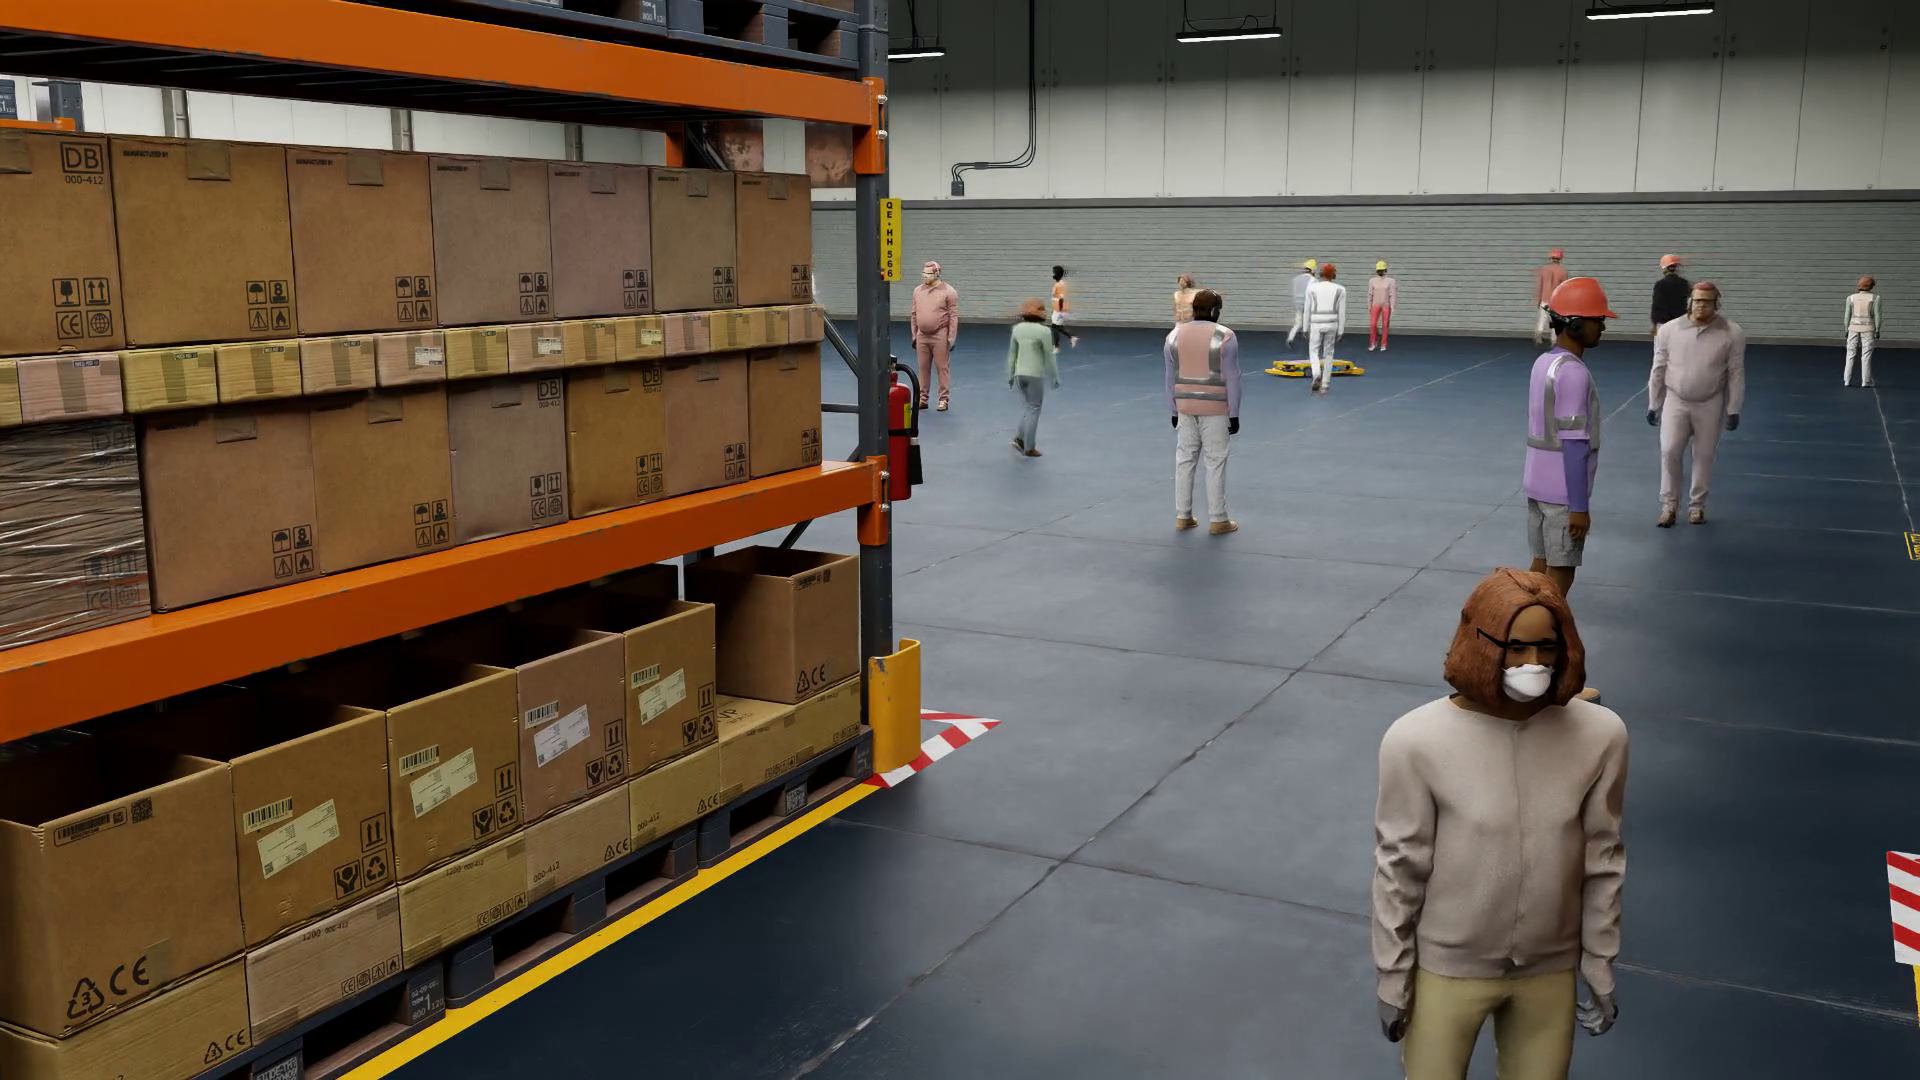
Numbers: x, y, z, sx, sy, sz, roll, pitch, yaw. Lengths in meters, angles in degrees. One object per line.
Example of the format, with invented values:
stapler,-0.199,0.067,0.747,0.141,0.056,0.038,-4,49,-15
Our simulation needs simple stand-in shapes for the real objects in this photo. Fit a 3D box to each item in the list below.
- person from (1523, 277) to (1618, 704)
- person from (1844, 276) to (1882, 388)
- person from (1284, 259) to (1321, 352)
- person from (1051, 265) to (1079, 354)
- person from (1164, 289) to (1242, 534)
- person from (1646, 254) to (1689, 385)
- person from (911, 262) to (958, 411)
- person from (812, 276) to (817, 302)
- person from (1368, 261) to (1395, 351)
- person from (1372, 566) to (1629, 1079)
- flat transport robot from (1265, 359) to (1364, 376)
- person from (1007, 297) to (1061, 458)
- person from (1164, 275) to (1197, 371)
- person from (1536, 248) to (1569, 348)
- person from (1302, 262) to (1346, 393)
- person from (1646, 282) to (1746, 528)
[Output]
person,2.917,-0.235,8.021,0.371,2.044,0.608,1,10,3
person,13.338,-3.070,24.587,0.308,1.639,0.510,-9,14,-40
person,6.581,-4.468,31.785,0.845,1.797,0.586,-10,14,-43
person,1.938,-4.368,31.529,0.546,1.682,0.543,0,10,3
person,1.853,-0.968,12.581,0.624,1.840,0.429,8,13,36
person,10.551,-3.238,24.618,0.615,1.972,0.672,-4,11,-20
person,-0.351,-2.601,21.310,0.640,1.904,0.401,5,12,27
person,-2.895,-4.160,29.856,0.544,1.874,1.012,7,13,35
person,8.113,-4.495,32.071,0.542,1.735,0.770,5,11,24
person,1.045,0.847,3.266,0.494,1.624,0.279,-1,10,-6
flat transport robot,5.685,-2.765,26.648,1.431,0.197,0.652,-4,11,-21
person,0.734,-1.641,16.843,0.390,1.618,0.517,-9,14,-41
person,3.714,-3.564,27.395,0.512,1.594,0.864,8,13,36
person,11.778,-4.799,33.077,0.631,1.982,0.653,7,13,35
person,5.167,-3.001,23.581,0.596,1.866,0.495,2,11,8
person,5.629,-1.022,12.760,0.692,1.876,0.815,5,12,25
